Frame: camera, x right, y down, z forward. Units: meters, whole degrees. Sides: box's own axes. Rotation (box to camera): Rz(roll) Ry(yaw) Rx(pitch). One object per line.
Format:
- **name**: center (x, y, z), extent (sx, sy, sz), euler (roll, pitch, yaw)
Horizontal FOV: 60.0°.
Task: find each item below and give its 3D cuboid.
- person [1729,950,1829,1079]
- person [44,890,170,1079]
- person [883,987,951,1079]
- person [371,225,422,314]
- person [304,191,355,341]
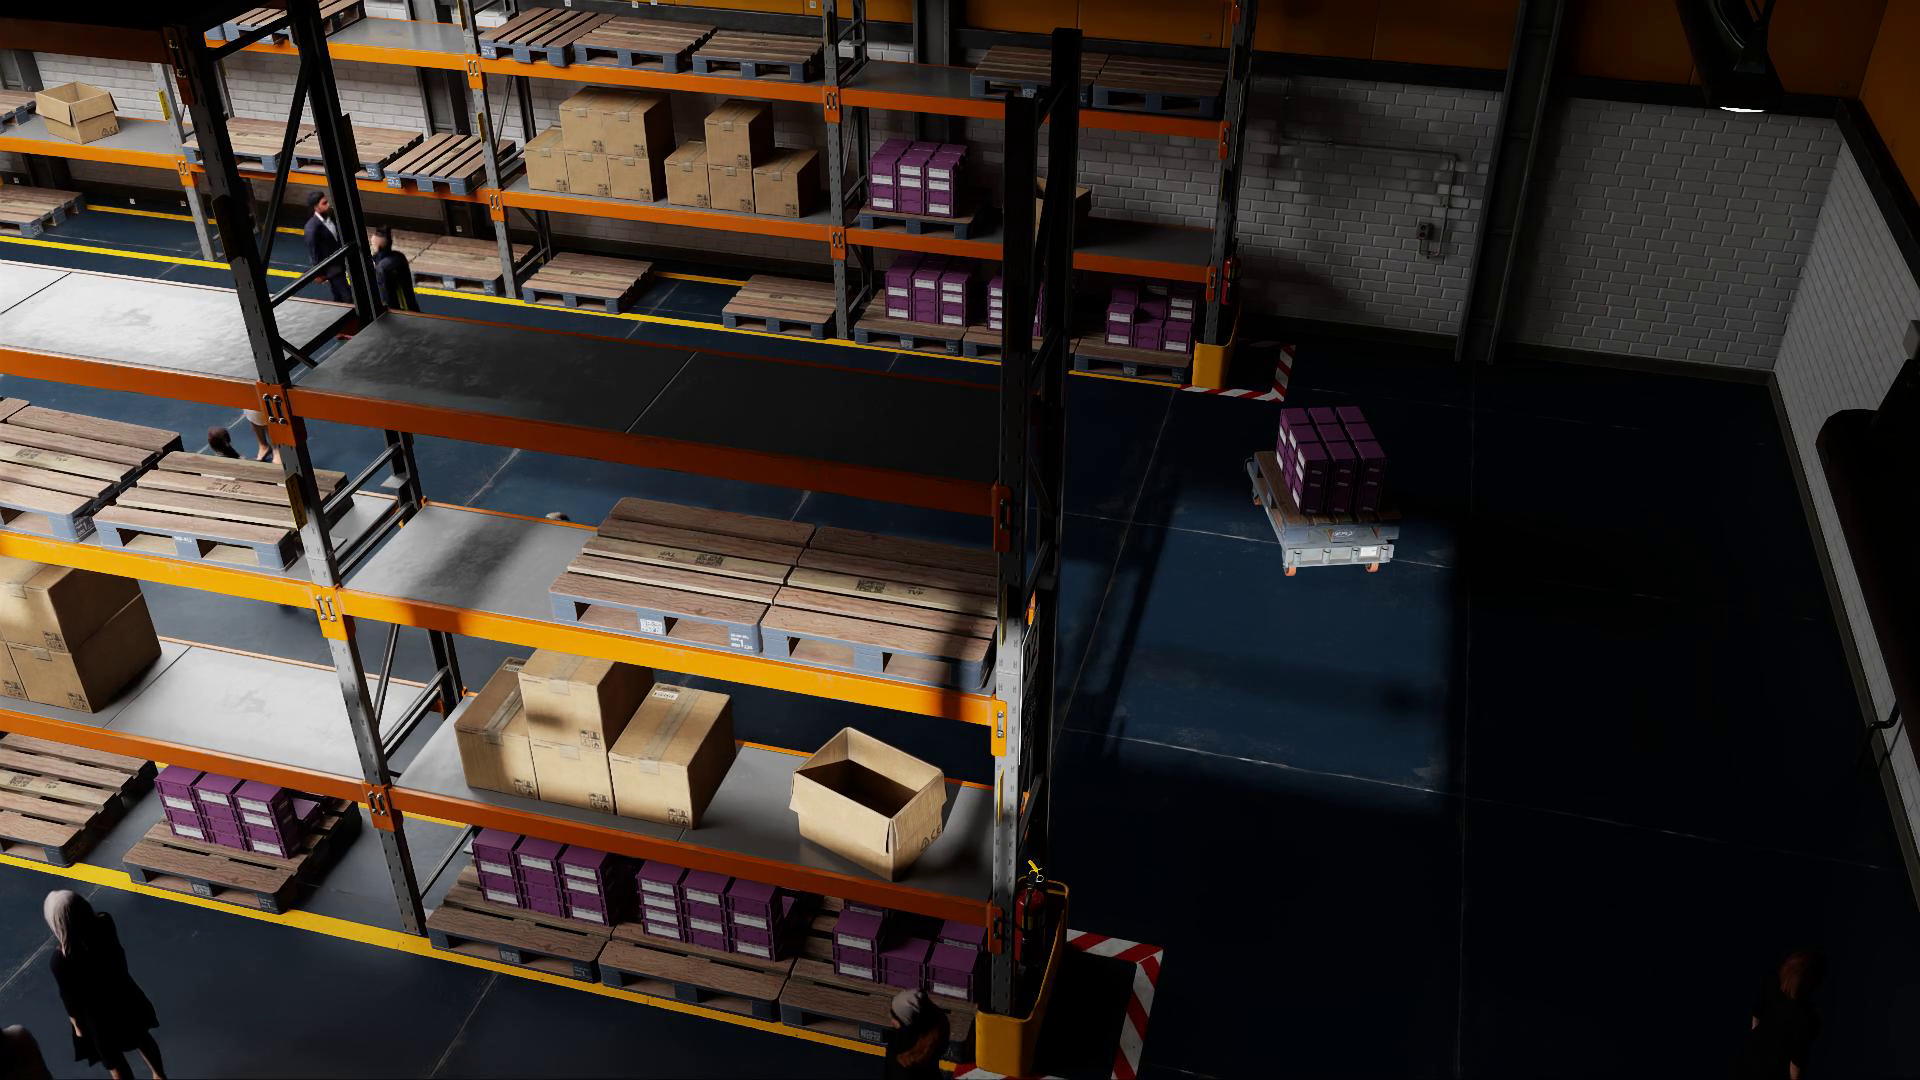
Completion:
- **person**: center (4.411, 2.862, 9.073), extent (0.631, 1.706, 0.652), euler (-5, 34, -8)
- **person**: center (-4.819, 2.625, 9.397), extent (0.589, 1.744, 0.627), euler (12, 35, 17)
- **person**: center (-0.153, 3.016, 8.928), extent (1.081, 1.611, 0.759), euler (2, 34, 2)
- **person**: center (-5.541, -2.256, 16.645), extent (0.787, 1.848, 0.810), euler (5, 34, 7)
- **person**: center (-6.764, -2.920, 17.763), extent (0.642, 1.716, 0.632), euler (8, 34, 11)
